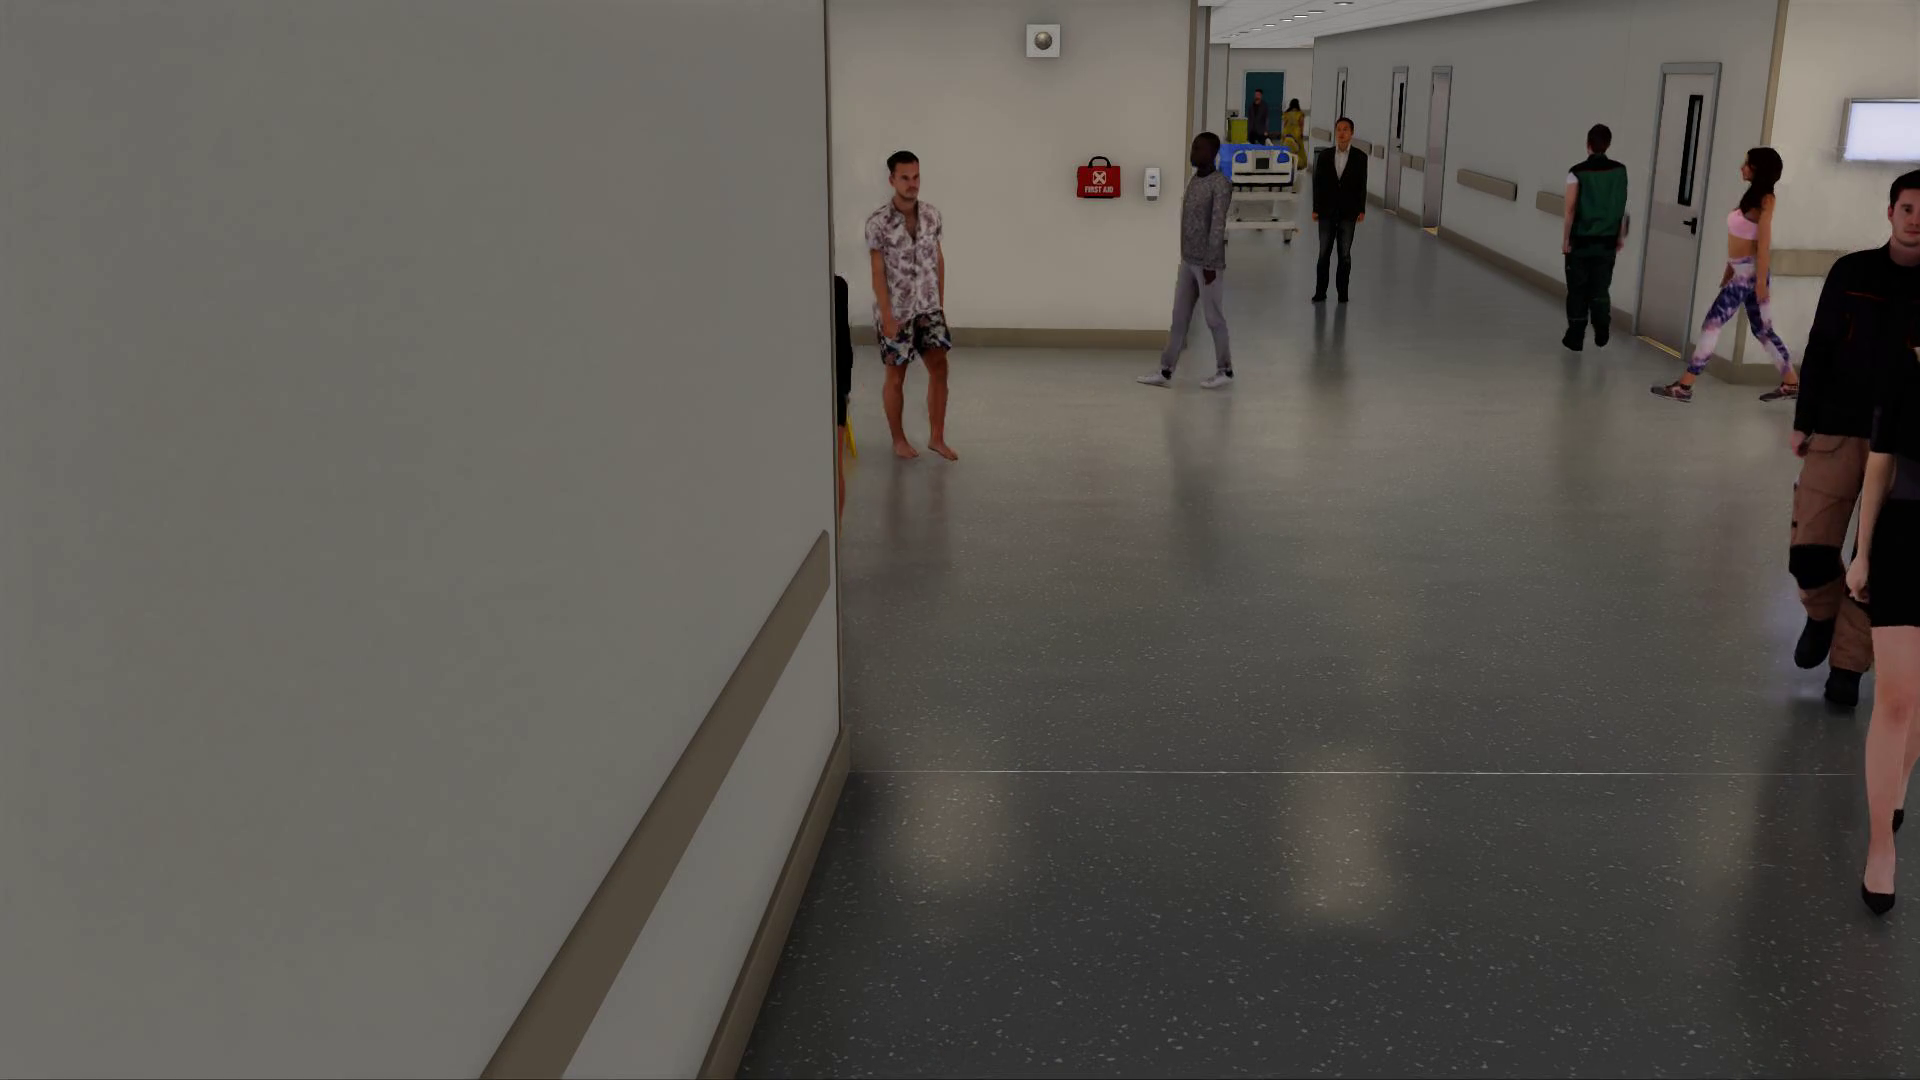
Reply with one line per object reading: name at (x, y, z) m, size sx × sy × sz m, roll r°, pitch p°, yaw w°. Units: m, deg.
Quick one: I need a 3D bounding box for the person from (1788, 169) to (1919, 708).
person at (3.310, -0.368, 6.026) m, size 0.882 × 1.918 × 0.939 m, roll 9°, pitch 18°, yaw 28°

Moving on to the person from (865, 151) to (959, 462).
person at (-0.356, -1.382, 9.842) m, size 0.853 × 1.798 × 0.922 m, roll -8°, pitch 17°, yaw -25°

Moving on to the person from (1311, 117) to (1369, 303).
person at (3.788, -3.308, 16.662) m, size 0.557 × 1.805 × 0.784 m, roll 5°, pitch 16°, yaw 17°

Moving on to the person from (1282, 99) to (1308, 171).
person at (7.459, -9.049, 37.374) m, size 1.252 × 1.616 × 0.954 m, roll 4°, pitch 16°, yaw 15°

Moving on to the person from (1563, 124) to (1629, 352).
person at (5.143, -2.423, 13.464) m, size 0.796 × 1.833 × 0.710 m, roll 1°, pitch 16°, yaw 4°

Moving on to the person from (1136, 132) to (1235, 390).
person at (1.810, -1.966, 11.894) m, size 1.149 × 1.810 × 1.010 m, roll -7°, pitch 17°, yaw -23°

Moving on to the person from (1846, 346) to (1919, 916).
person at (2.749, 0.064, 4.685) m, size 1.011 × 1.813 × 0.847 m, roll 6°, pitch 17°, yaw 20°

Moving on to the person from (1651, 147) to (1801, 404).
person at (5.391, -1.720, 11.194) m, size 1.256 × 1.716 × 0.768 m, roll 4°, pitch 16°, yaw 15°

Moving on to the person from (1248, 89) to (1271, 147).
person at (6.793, -9.276, 37.771) m, size 1.225 × 1.837 × 1.099 m, roll 9°, pitch 18°, yaw 29°
